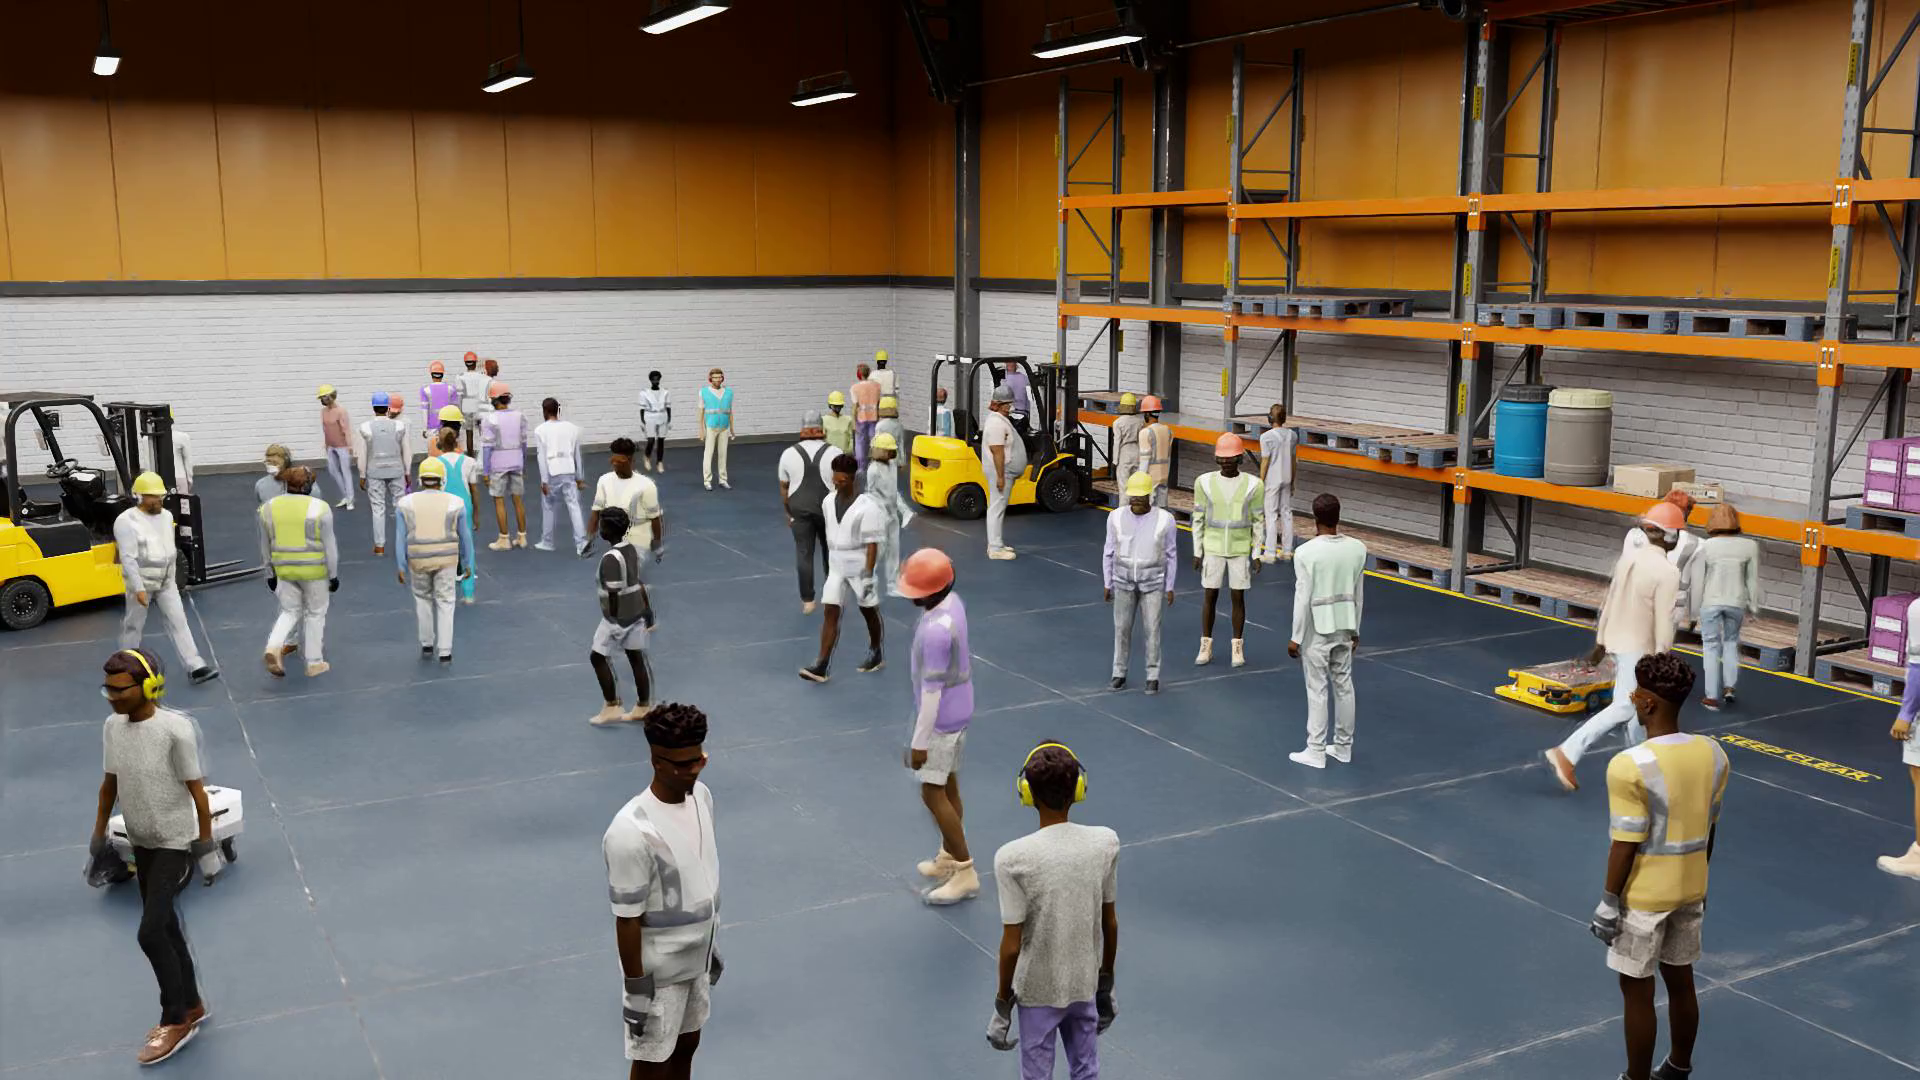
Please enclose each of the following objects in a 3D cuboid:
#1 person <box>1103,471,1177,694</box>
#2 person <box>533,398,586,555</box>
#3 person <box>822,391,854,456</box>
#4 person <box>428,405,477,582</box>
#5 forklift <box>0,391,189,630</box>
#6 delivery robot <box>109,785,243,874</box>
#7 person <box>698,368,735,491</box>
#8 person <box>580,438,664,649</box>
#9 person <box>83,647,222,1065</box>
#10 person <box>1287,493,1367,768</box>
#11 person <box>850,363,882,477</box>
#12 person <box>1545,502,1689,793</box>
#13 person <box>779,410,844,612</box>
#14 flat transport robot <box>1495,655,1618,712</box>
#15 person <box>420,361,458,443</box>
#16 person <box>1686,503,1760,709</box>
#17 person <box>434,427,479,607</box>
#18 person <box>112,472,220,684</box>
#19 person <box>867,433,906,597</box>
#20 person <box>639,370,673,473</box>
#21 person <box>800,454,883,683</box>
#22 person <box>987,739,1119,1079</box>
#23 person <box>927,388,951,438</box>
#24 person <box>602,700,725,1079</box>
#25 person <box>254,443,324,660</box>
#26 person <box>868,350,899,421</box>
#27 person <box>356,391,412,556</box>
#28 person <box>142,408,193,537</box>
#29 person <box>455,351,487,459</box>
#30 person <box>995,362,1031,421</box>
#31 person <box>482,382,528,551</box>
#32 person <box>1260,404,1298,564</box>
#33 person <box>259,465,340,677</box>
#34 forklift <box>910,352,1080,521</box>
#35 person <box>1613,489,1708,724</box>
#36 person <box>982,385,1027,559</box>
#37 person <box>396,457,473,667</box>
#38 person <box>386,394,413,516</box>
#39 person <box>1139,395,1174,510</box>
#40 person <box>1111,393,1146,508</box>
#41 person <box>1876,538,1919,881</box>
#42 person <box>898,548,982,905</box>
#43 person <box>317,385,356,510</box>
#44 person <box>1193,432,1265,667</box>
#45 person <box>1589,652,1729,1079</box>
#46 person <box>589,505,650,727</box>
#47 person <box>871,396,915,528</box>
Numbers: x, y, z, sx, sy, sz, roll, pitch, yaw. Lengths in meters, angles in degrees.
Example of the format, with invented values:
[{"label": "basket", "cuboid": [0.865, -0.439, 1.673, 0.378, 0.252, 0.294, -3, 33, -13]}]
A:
[{"label": "person", "cuboid": [1.448, 0.345, 13.487, 0.600, 1.827, 0.404, 3, 10, 16]}, {"label": "person", "cuboid": [-4.749, -0.760, 19.832, 0.611, 1.857, 0.854, -9, 13, -42]}, {"label": "person", "cuboid": [-1.622, -1.076, 21.849, 0.533, 1.767, 0.326, -6, 11, -29]}, {"label": "person", "cuboid": [-5.542, -0.507, 18.114, 0.593, 1.923, 0.382, 9, 13, 41]}, {"label": "forklift", "cuboid": [-9.026, -0.363, 16.508, 1.214, 2.155, 2.313, 6, 11, 29]}, {"label": "delivery robot", "cuboid": [-4.490, 1.617, 9.556, 0.477, 0.478, 0.707, 5, 11, 25]}, {"label": "person", "cuboid": [-3.671, -1.670, 25.035, 0.569, 1.843, 0.374, -6, 12, -33]}, {"label": "person", "cuboid": [-3.061, 0.009, 15.202, 0.611, 1.906, 1.035, 5, 11, 28]}, {"label": "person", "cuboid": [-3.651, 1.392, 7.403, 0.543, 1.849, 0.619, 4, 11, 24]}, {"label": "person", "cuboid": [2.556, 0.635, 11.577, 0.590, 1.913, 0.393, -5, 11, -26]}, {"label": "person", "cuboid": [-1.448, -1.870, 26.242, 0.559, 1.828, 0.760, -5, 11, -28]}, {"label": "person", "cuboid": [4.383, 0.717, 11.049, 0.984, 1.944, 0.645, -1, 10, -7]}, {"label": "person", "cuboid": [-1.457, -0.337, 16.802, 0.684, 2.000, 0.950, 0, 10, 1]}, {"label": "flat transport robot", "cuboid": [5.076, 1.140, 13.389, 1.431, 0.197, 0.652, -5, 11, -28]}, {"label": "person", "cuboid": [-7.862, -1.732, 25.133, 0.547, 1.937, 0.379, -5, 11, -26]}, {"label": "person", "cuboid": [5.972, 0.521, 13.044, 0.527, 1.614, 0.386, 2, 10, 9]}, {"label": "person", "cuboid": [-5.161, -0.240, 16.956, 0.510, 1.807, 0.742, -6, 11, -30]}, {"label": "person", "cuboid": [-6.578, 0.337, 13.637, 0.926, 1.783, 0.590, 4, 11, 22]}, {"label": "person", "cuboid": [-0.840, -0.268, 17.297, 0.650, 1.722, 0.496, 6, 11, 31]}, {"label": "person", "cuboid": [-4.910, -1.905, 26.875, 0.532, 1.684, 0.361, -6, 11, -30]}, {"label": "person", "cuboid": [-0.948, 0.235, 13.878, 0.621, 1.905, 1.018, 7, 12, 33]}, {"label": "person", "cuboid": [0.332, 1.635, 5.964, 0.513, 1.863, 0.329, -5, 11, -26]}, {"label": "person", "cuboid": [-0.277, -1.389, 24.055, 0.377, 1.623, 0.527, -7, 12, -37]}, {"label": "person", "cuboid": [-1.069, 1.547, 6.174, 0.363, 1.962, 0.612, 4, 10, 20]}, {"label": "person", "cuboid": [-5.888, 0.100, 14.620, 0.652, 1.929, 0.398, 3, 10, 14]}, {"label": "person", "cuboid": [-1.307, -2.224, 27.997, 0.590, 1.926, 0.388, -5, 11, -26]}, {"label": "person", "cuboid": [-6.785, -0.780, 19.617, 0.606, 1.947, 0.406, -5, 11, -26]}, {"label": "person", "cuboid": [-9.426, -0.724, 19.822, 0.526, 1.768, 0.331, -5, 11, -26]}, {"label": "person", "cuboid": [-8.092, -2.164, 27.635, 0.547, 1.930, 0.382, -5, 11, -26]}, {"label": "person", "cuboid": [0.825, -1.992, 26.735, 0.643, 1.903, 0.399, -5, 11, -26]}, {"label": "person", "cuboid": [-5.475, -0.888, 20.014, 0.612, 2.028, 0.417, -9, 14, -43]}, {"label": "person", "cuboid": [3.642, -0.646, 19.145, 0.505, 1.845, 0.345, -5, 11, -26]}, {"label": "person", "cuboid": [-5.526, 0.284, 13.894, 0.637, 1.818, 0.629, 1, 10, 4]}, {"label": "forklift", "cuboid": [0.460, -1.461, 22.833, 2.313, 2.155, 1.214, -5, 11, -28]}, {"label": "person", "cuboid": [5.167, 0.535, 12.316, 0.633, 1.858, 0.440, 7, 12, 35]}, {"label": "person", "cuboid": [0.523, -0.807, 19.506, 0.535, 2.000, 0.684, 0, 10, 0]}, {"label": "person", "cuboid": [-4.581, 0.171, 14.543, 0.631, 1.804, 0.722, -2, 10, -14]}, {"label": "person", "cuboid": [-7.501, -1.104, 22.182, 0.661, 1.705, 0.445, 9, 13, 41]}, {"label": "person", "cuboid": [2.207, -0.698, 19.188, 0.376, 1.933, 0.551, 9, 13, 42]}, {"label": "person", "cuboid": [2.192, -1.050, 21.762, 0.488, 1.743, 0.317, -5, 11, -26]}, {"label": "person", "cuboid": [5.555, 0.932, 9.512, 0.609, 2.036, 0.402, -5, 11, -26]}, {"label": "person", "cuboid": [-0.078, 1.007, 9.246, 0.444, 1.990, 0.694, 2, 10, 11]}, {"label": "person", "cuboid": [-8.595, -1.279, 23.094, 0.697, 1.746, 0.396, 7, 12, 34]}, {"label": "person", "cuboid": [2.311, 0.086, 14.361, 0.609, 2.043, 0.397, 2, 10, 13]}, {"label": "person", "cuboid": [2.860, 1.428, 6.853, 0.609, 1.965, 0.369, -5, 11, -26]}, {"label": "person", "cuboid": [-2.603, 0.574, 12.566, 0.560, 1.679, 0.534, 2, 10, 13]}, {"label": "person", "cuboid": [-0.868, -1.002, 21.581, 0.779, 1.712, 0.521, 7, 12, 37]}]
